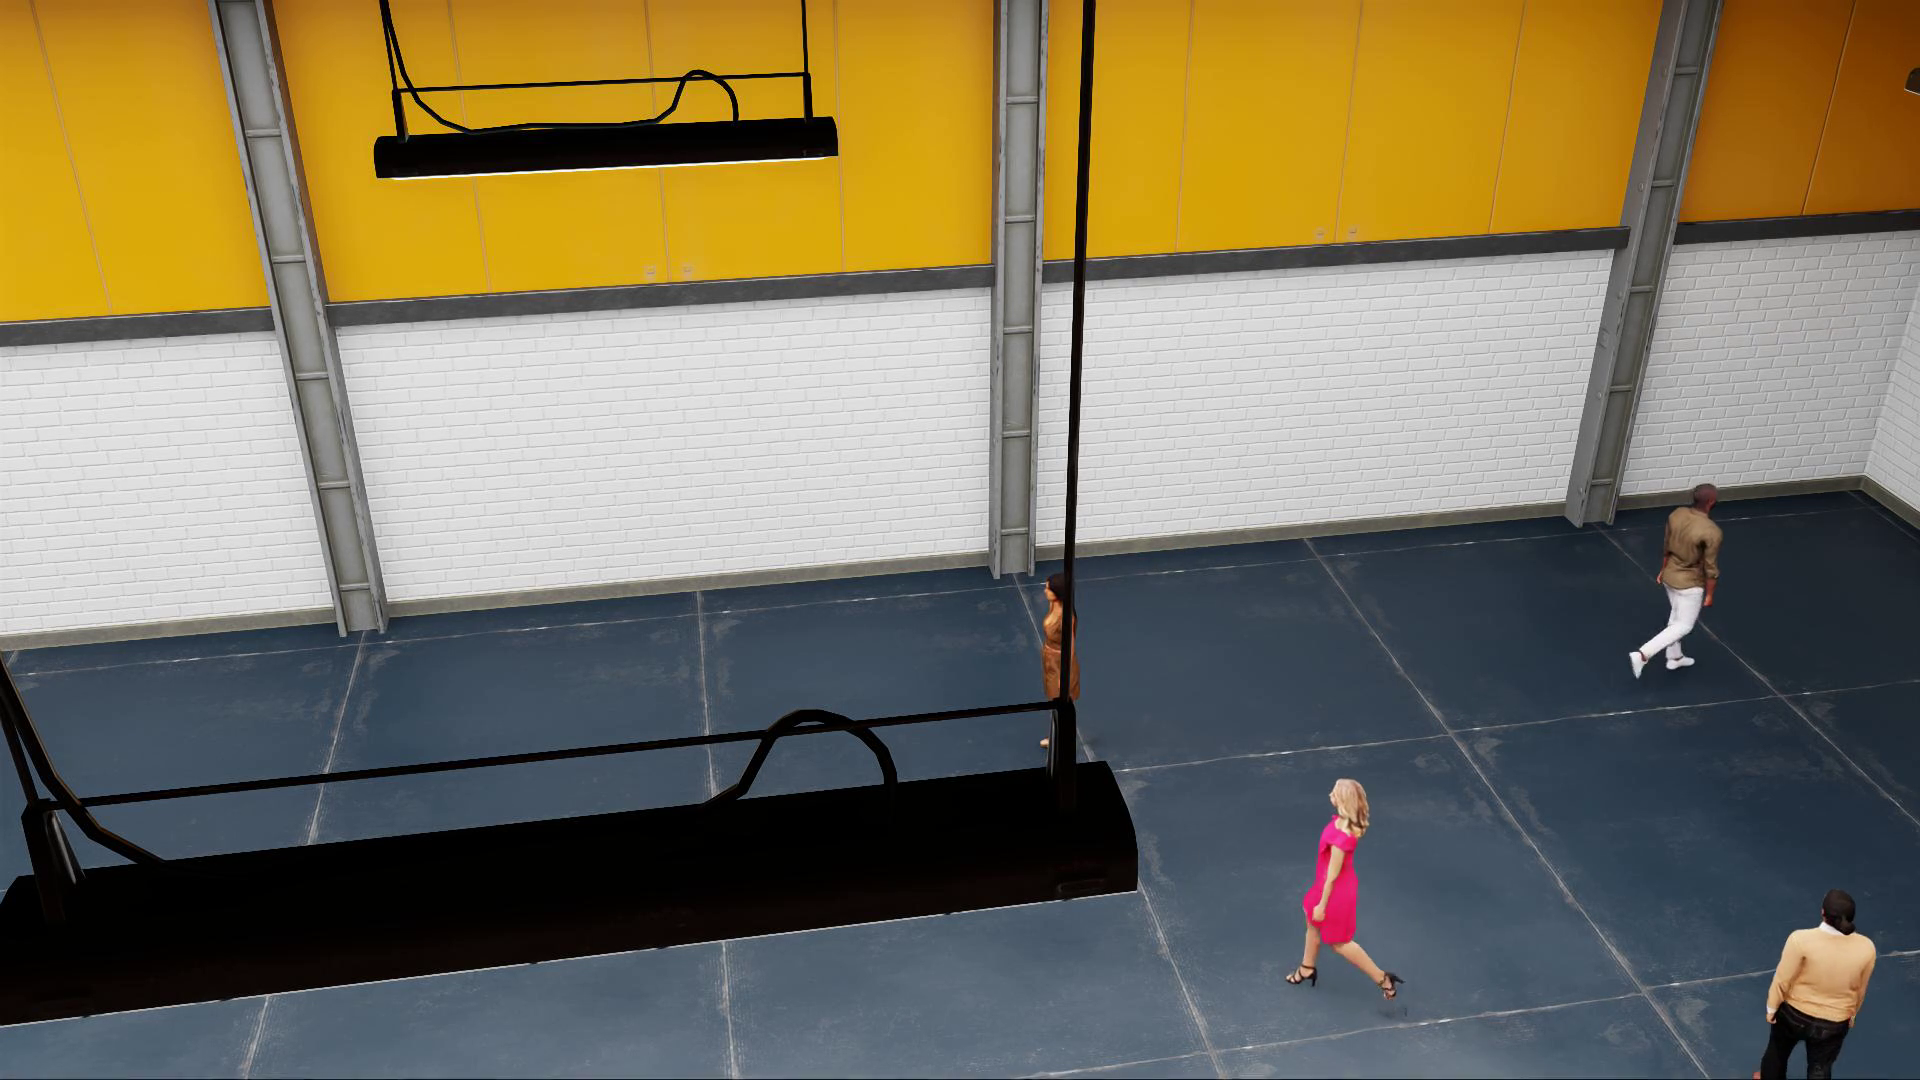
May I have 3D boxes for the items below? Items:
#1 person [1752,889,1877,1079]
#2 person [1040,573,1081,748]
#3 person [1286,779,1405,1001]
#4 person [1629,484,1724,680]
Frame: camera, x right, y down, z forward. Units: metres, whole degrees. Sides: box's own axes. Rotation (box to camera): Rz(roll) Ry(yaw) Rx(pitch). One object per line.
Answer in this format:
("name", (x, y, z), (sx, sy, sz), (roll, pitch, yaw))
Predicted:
("person", (4.956, 2.790, 9.629), (1.028, 1.736, 0.974), (7, 29, 13))
("person", (0.782, 0.993, 12.977), (0.525, 1.686, 0.581), (-7, 29, -13))
("person", (2.488, 2.283, 10.597), (1.061, 1.700, 0.873), (9, 30, 17))
("person", (6.047, 0.380, 13.981), (1.061, 1.801, 0.820), (-10, 30, -17))
